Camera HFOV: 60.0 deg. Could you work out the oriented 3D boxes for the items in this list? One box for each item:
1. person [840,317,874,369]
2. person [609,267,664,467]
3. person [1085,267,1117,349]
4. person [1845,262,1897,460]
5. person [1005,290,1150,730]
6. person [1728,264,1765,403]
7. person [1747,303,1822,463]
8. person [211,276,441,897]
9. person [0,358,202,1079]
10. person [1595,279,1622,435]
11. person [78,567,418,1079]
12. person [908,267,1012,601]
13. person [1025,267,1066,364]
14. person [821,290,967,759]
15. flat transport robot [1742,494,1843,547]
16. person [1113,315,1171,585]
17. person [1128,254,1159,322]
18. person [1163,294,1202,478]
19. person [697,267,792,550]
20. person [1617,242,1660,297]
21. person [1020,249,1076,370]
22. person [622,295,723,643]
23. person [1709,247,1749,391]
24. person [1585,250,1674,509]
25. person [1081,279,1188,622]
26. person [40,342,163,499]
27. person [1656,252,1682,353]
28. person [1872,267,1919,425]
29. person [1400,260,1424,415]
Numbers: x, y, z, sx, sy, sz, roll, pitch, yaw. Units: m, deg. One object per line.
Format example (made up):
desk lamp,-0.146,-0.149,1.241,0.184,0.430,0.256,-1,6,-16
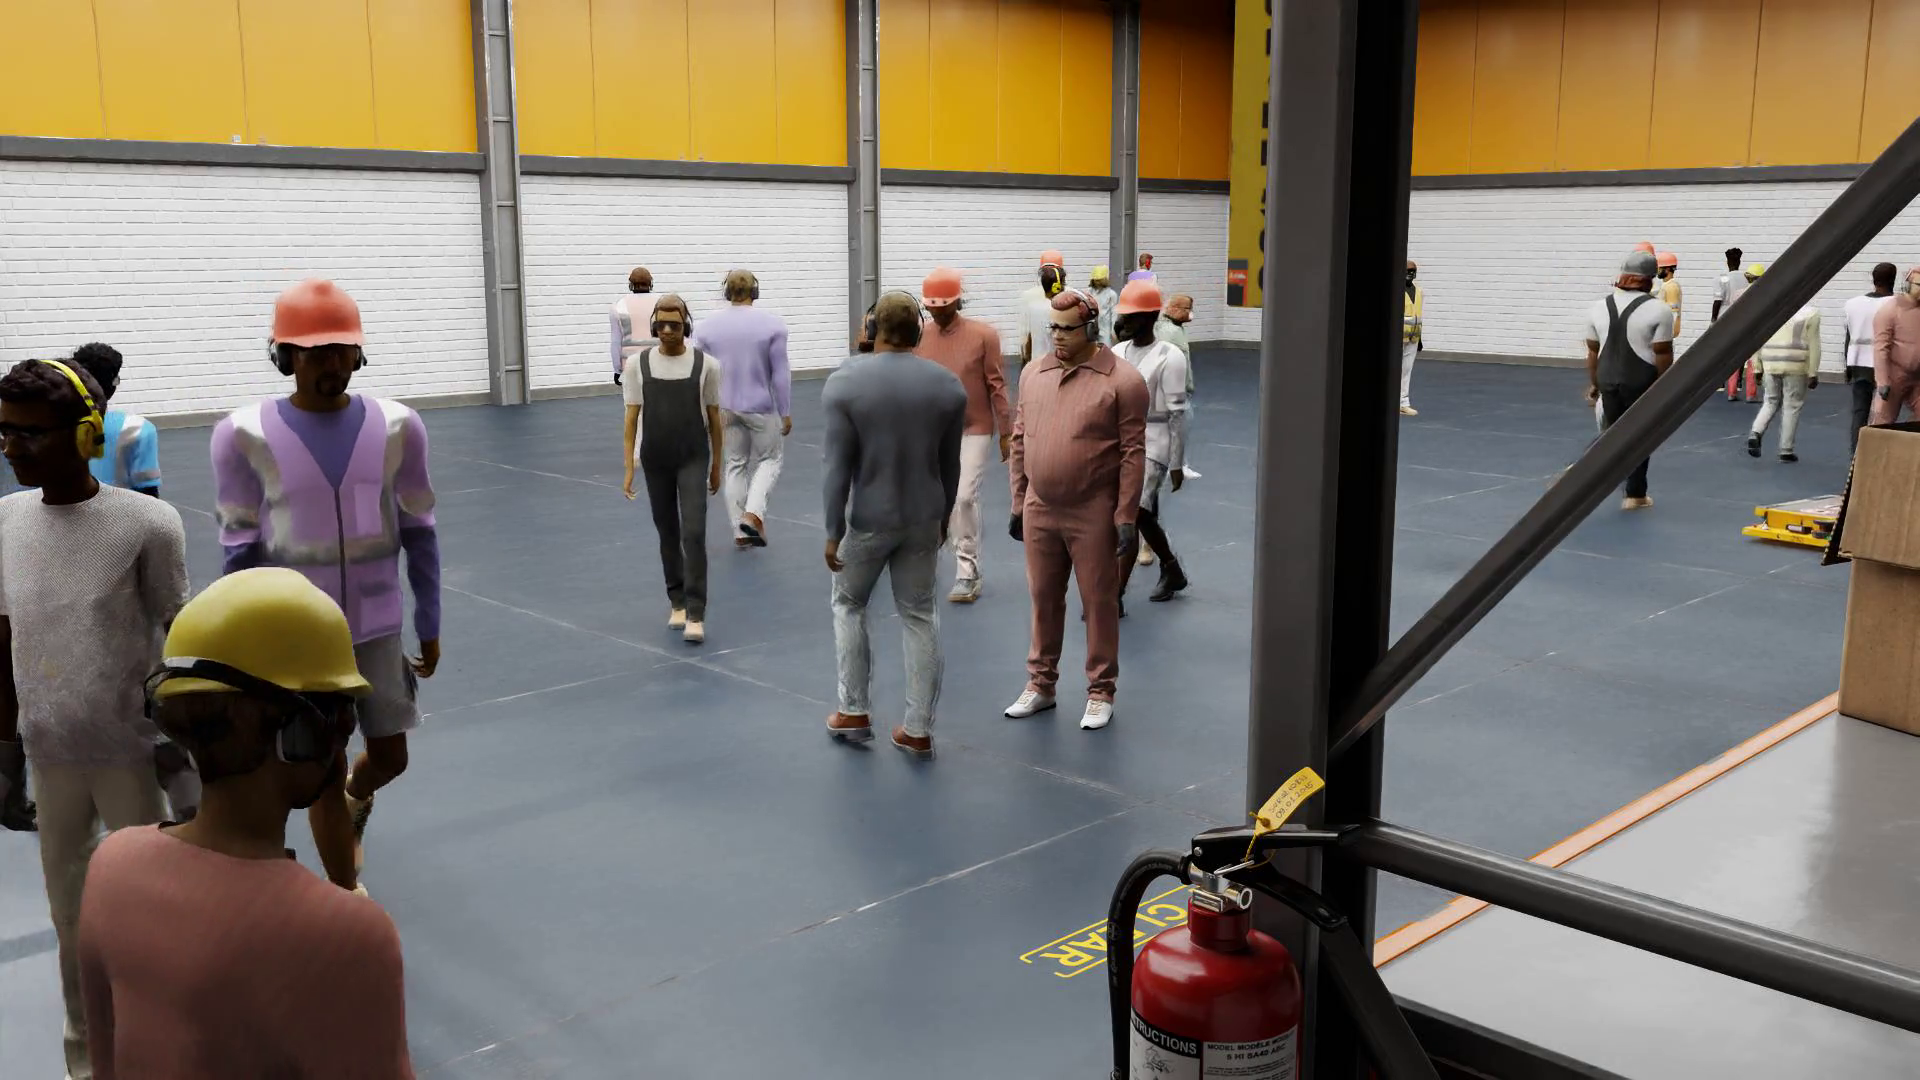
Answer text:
person,-0.548,-0.709,11.219,0.519,1.586,0.826,2,11,9
person,-2.906,-1.586,15.337,0.627,1.844,0.429,-3,11,-17
person,1.889,-2.830,22.503,0.534,1.717,0.639,4,11,22
person,8.224,-1.541,14.961,0.448,1.895,0.589,-8,13,-36
person,0.482,-0.129,7.235,0.639,1.901,0.406,6,12,30
person,10.097,-2.635,21.262,0.323,1.767,0.533,-7,12,-32
person,7.710,-1.609,15.540,0.491,1.820,0.606,-8,13,-36
person,-1.876,0.227,4.969,0.613,2.021,0.779,-7,12,-33
person,-1.991,0.512,3.835,0.535,1.864,0.309,1,10,8
person,5.902,-1.465,14.781,0.589,1.804,0.468,8,13,36
person,-0.820,0.907,1.999,0.604,1.736,0.428,7,13,35
person,-0.052,-0.613,9.725,0.625,1.947,0.737,4,11,22
person,0.884,-1.492,14.836,0.717,1.834,0.517,-5,11,-25
person,-0.297,-0.068,6.893,0.646,1.903,0.701,-4,11,-22
flat transport robot,6.241,-0.145,11.765,1.431,0.197,0.652,-7,13,-35
person,1.092,-0.590,10.401,0.530,1.667,0.833,2,11,11
person,2.945,-3.682,26.778,0.563,1.837,0.389,9,14,42
person,1.974,-1.347,14.625,0.583,1.610,0.531,3,11,18
person,-1.444,-0.874,11.223,0.650,1.922,0.445,2,11,12
person,9.047,-2.943,22.186,0.393,2.044,0.609,-7,12,-33
person,0.872,-1.769,15.913,0.612,1.995,0.376,0,10,0
person,-1.520,-0.369,8.767,0.505,1.810,0.839,0,10,-1
person,10.571,-3.019,22.815,0.609,1.963,0.369,-1,10,-7
person,5.217,-1.244,12.928,0.663,2.000,0.691,-6,12,-32
person,1.031,-0.521,9.397,0.958,1.897,0.558,-8,13,-38
person,-3.720,-0.010,7.179,0.533,1.677,0.677,-2,11,-11
person,8.441,-2.483,19.970,0.376,1.933,0.551,3,11,17
person,8.022,-1.342,13.942,0.660,1.860,0.949,-1,10,-5
person,5.240,-2.380,19.674,0.624,1.841,0.430,-6,12,-28
